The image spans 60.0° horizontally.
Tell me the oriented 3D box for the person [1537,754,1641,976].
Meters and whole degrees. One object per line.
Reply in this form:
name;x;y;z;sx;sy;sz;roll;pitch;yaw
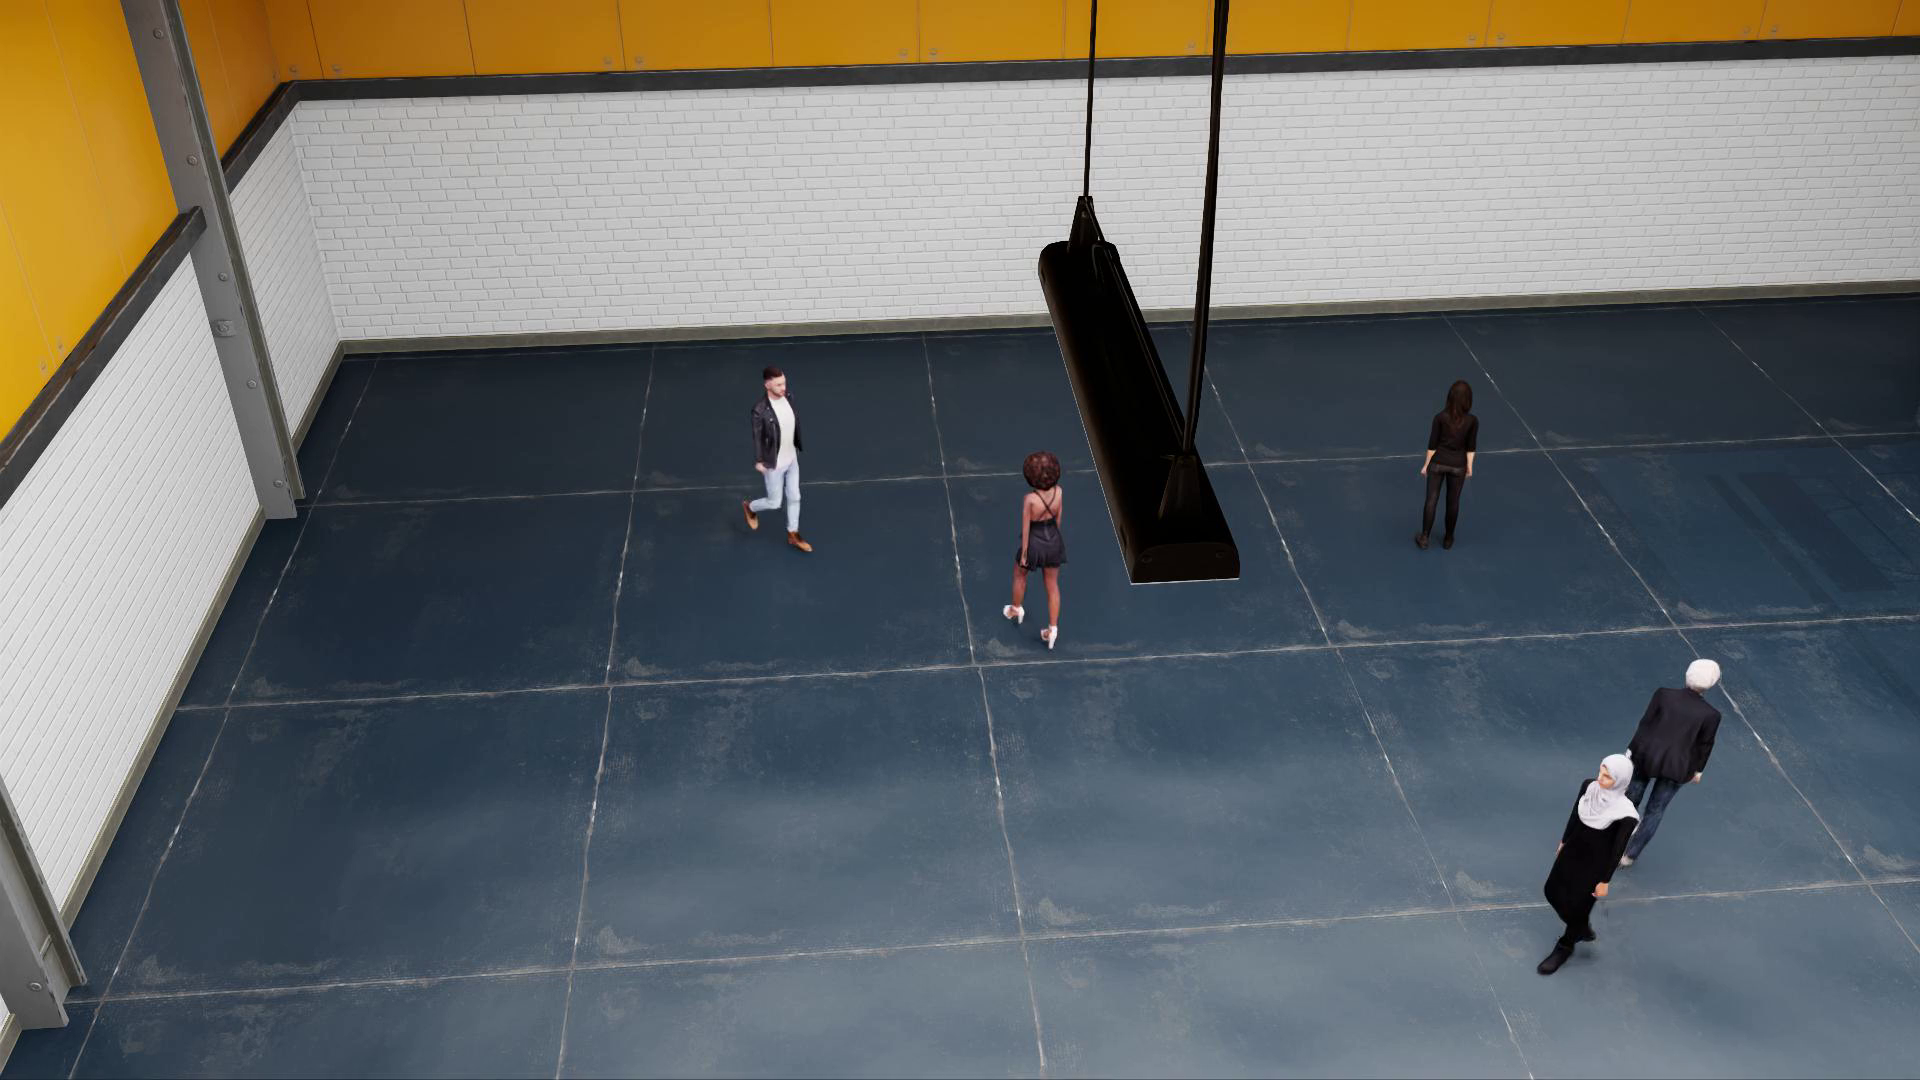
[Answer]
person;4.012;2.055;10.553;0.778;1.776;0.717;-13;36;-18

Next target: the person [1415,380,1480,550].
person;4.329;-0.658;14.757;0.637;1.640;0.590;5;34;8

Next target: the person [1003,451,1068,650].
person;0.700;0.127;13.461;0.768;1.768;0.936;-17;37;-23

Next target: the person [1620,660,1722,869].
person;4.745;1.571;11.384;1.019;1.769;0.996;23;40;31

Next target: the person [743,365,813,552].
person;-1.655;-0.740;14.718;1.051;1.820;1.006;22;40;30
